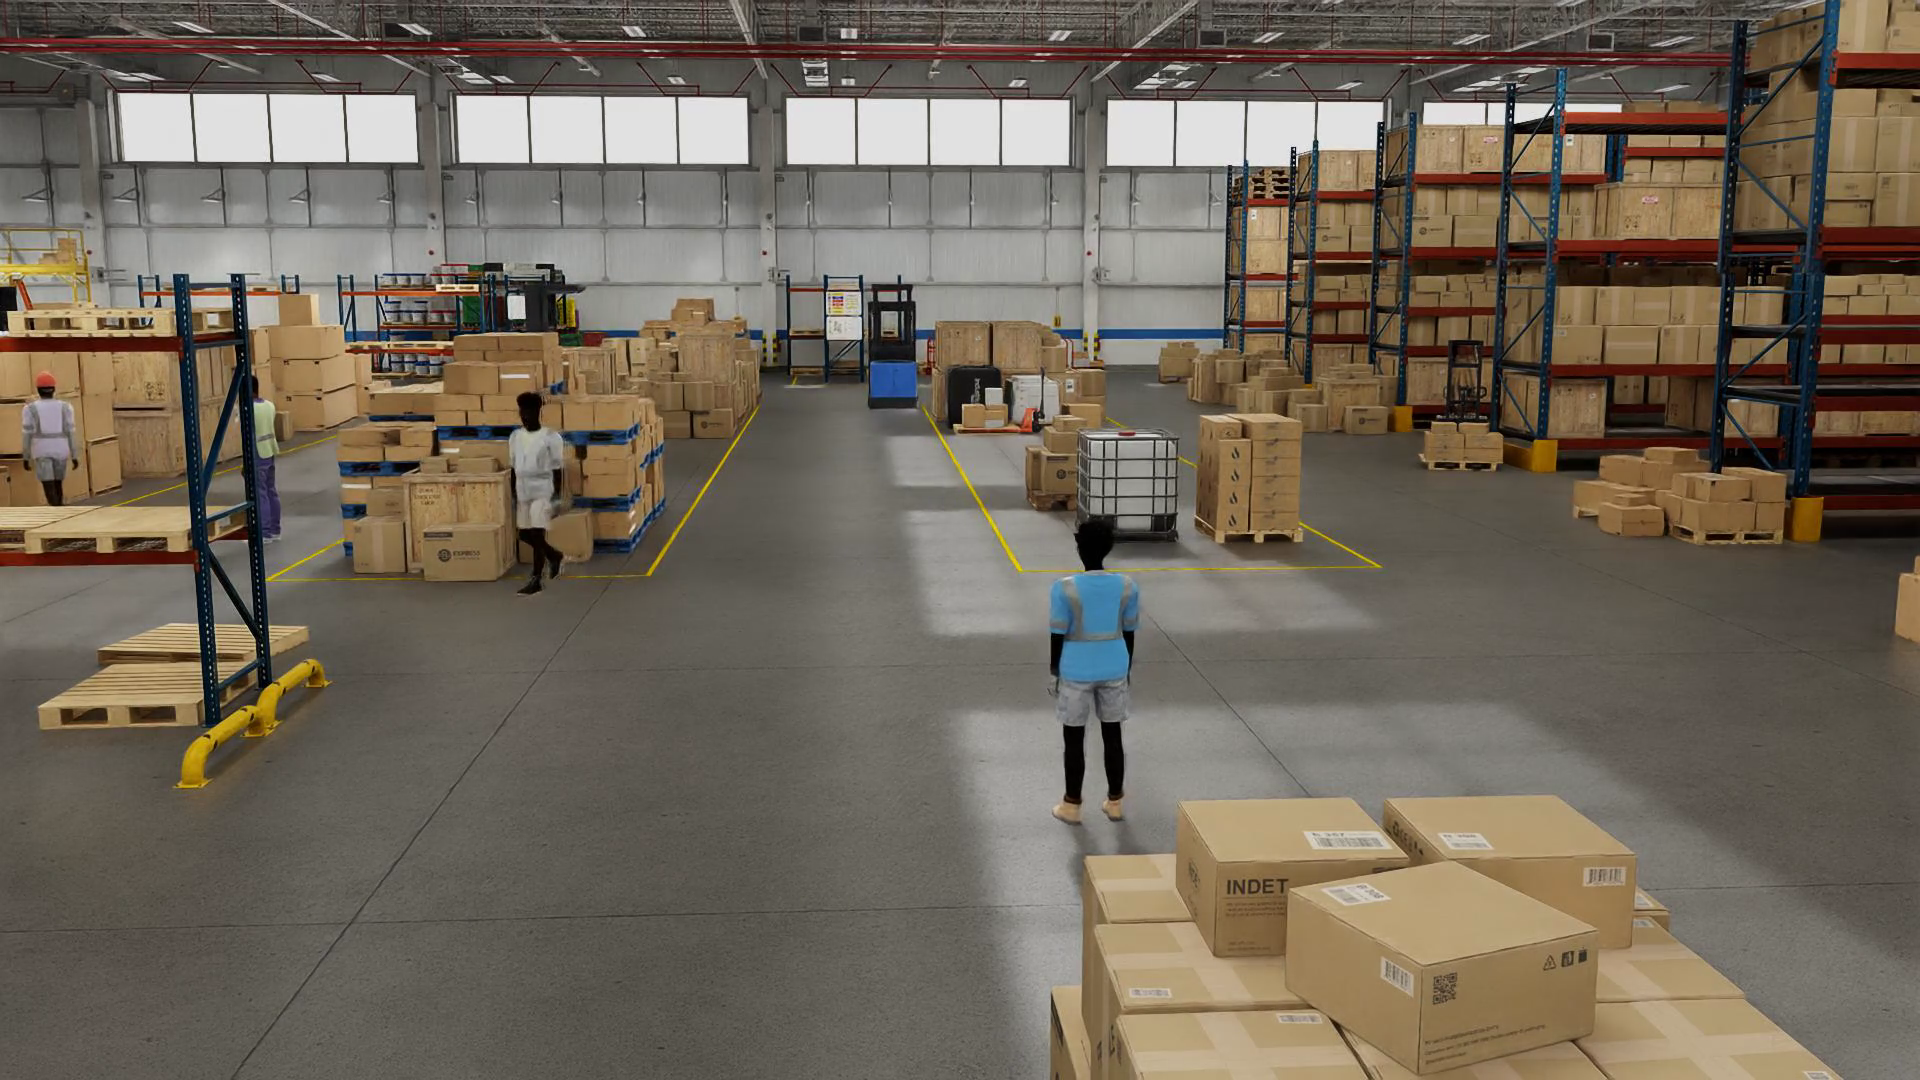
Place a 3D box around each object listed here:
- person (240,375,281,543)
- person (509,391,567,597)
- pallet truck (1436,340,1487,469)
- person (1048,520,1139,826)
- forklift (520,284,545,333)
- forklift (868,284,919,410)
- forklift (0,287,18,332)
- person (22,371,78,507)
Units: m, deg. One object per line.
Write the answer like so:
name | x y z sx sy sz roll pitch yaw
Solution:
person | -7.915 -0.915 18.801 0.391 1.915 0.587 1 9 5
person | -4.001 -0.456 15.830 0.605 1.945 0.702 5 10 26
pallet truck | 8.004 -2.170 26.422 0.823 1.965 1.885 2 9 14
person | 0.736 0.733 9.165 0.538 1.689 0.318 -3 10 -20
forklift | -9.320 -4.225 36.561 1.873 2.768 1.129 -1 9 -4
forklift | -1.524 -4.388 37.581 1.129 2.768 1.873 -1 9 -4
forklift | -16.257 -2.887 28.158 1.873 2.768 1.129 -1 9 -4
person | -10.719 -1.035 19.618 0.563 1.913 0.872 -7 12 -39
